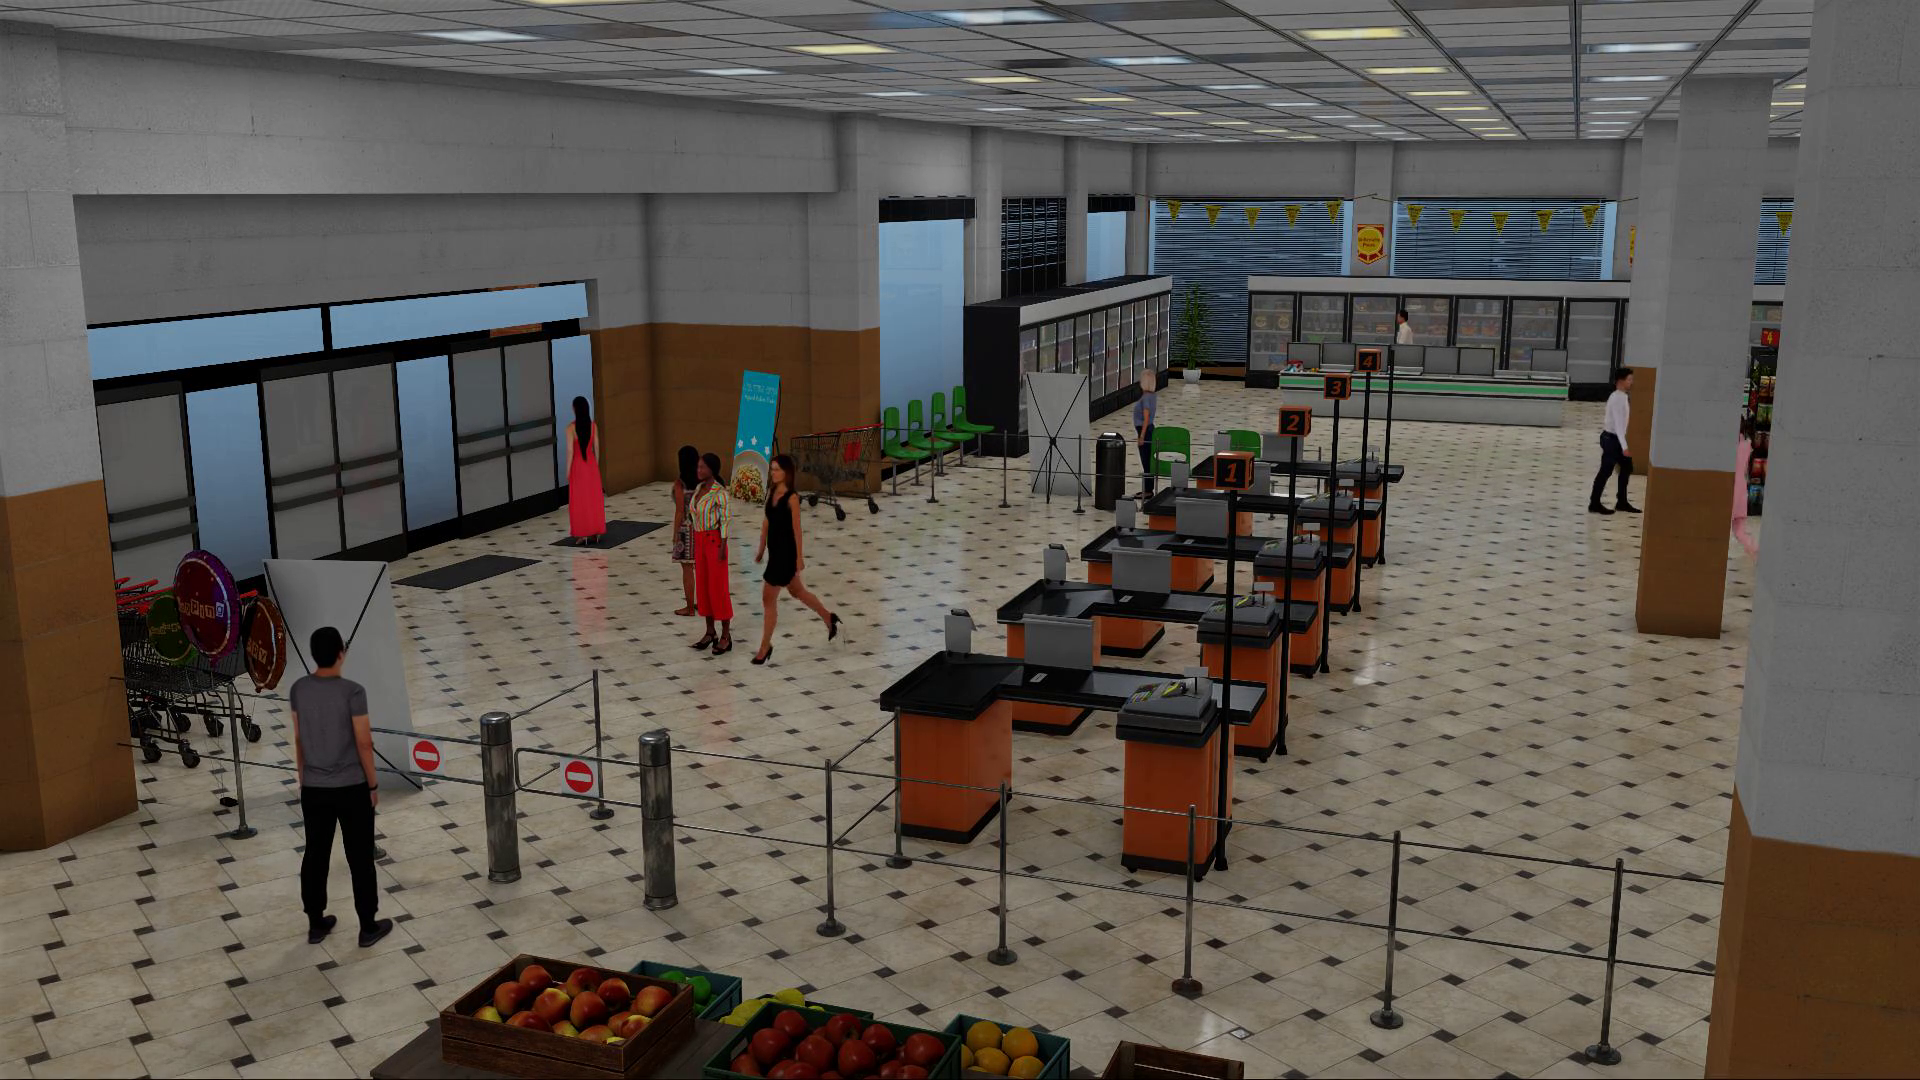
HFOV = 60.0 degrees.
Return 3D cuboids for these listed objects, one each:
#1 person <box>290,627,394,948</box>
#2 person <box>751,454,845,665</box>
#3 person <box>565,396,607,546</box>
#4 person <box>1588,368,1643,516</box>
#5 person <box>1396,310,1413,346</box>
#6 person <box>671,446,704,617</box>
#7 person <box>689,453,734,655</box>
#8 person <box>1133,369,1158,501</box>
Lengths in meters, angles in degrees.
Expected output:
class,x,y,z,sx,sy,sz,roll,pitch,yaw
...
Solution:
class,x,y,z,sx,sy,sz,roll,pitch,yaw
person,-3.382,1.326,8.998,0.522,1.751,0.702,2,12,9
person,-1.433,0.172,14.361,1.059,1.799,1.161,-9,15,-36
person,-4.336,-0.800,19.157,0.706,1.725,0.712,-11,16,-43
person,8.124,-1.237,20.934,0.872,1.849,0.690,5,13,24
person,8.521,-3.444,31.588,1.076,1.778,0.789,2,12,8
person,-2.585,-0.097,16.015,0.602,1.645,0.693,7,14,31
person,-2.187,0.120,14.635,0.599,1.789,0.732,11,16,41
person,2.480,-1.405,22.038,0.513,1.722,0.587,4,12,17
